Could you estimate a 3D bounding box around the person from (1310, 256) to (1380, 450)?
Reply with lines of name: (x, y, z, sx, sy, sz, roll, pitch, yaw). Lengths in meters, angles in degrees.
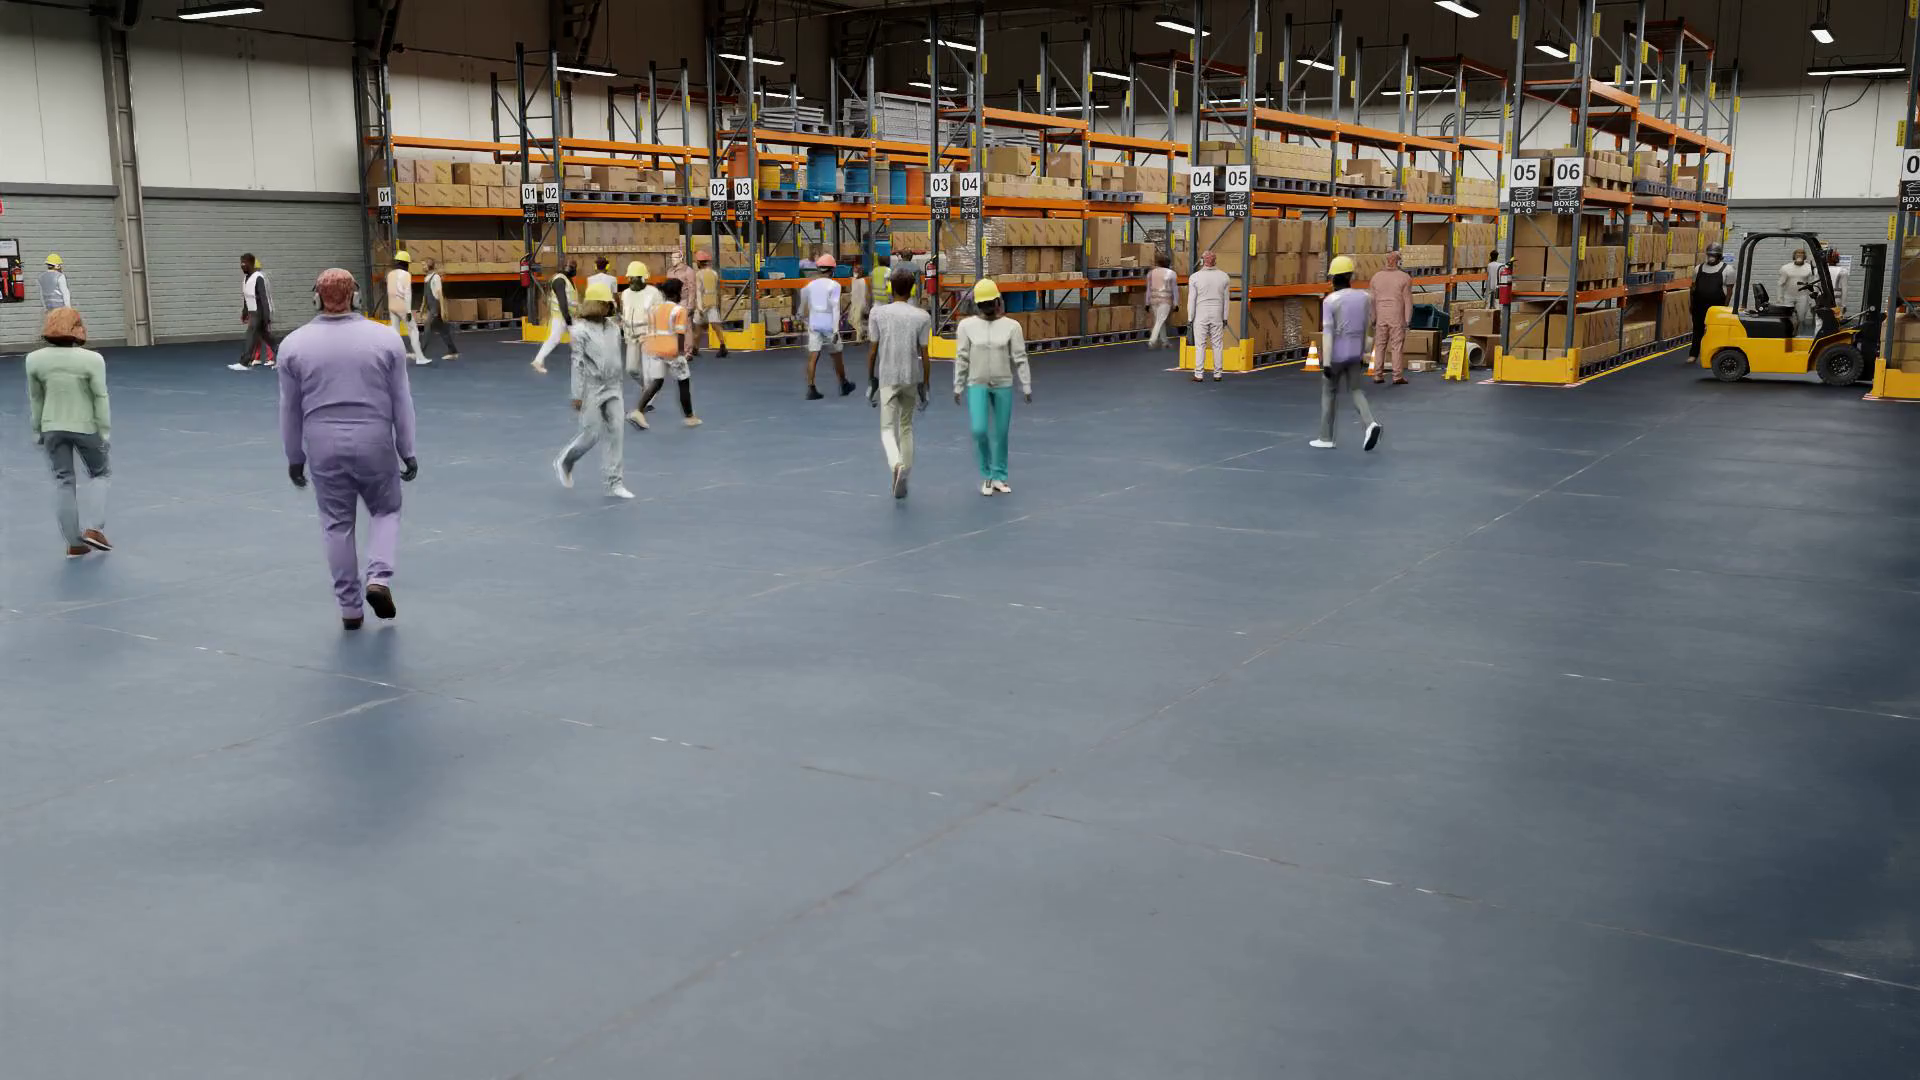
person: (3.776, -1.811, 16.207, 0.600, 1.906, 0.792, -5, 11, -25)

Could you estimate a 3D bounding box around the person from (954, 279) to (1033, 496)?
person: (0.269, -1.218, 13.355, 0.627, 1.725, 0.567, -1, 10, -3)

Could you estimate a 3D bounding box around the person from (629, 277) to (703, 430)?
person: (-3.217, -2.025, 18.119, 0.565, 1.655, 0.853, 8, 13, 39)

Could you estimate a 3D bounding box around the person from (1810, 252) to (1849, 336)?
person: (15.888, -4.315, 30.388, 0.592, 1.868, 0.560, 8, 13, 38)

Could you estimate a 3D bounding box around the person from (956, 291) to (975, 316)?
person: (0.208, -4.832, 32.825, 0.625, 2.020, 0.840, 3, 10, 15)

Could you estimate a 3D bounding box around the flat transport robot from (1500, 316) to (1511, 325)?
flat transport robot: (13.217, -5.400, 40.891, 0.652, 0.197, 1.431, 1, 10, 6)

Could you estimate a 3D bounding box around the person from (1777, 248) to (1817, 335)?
person: (15.720, -4.517, 31.280, 0.634, 1.939, 0.369, 6, 12, 31)

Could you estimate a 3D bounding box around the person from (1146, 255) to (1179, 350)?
person: (3.819, -4.514, 31.677, 0.634, 1.801, 0.946, 8, 13, 39)

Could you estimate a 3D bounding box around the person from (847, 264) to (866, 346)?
person: (-2.026, -4.599, 32.626, 0.348, 1.610, 0.552, -6, 12, -29)

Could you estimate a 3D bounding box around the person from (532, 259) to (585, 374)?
person: (-6.201, -3.470, 25.837, 0.949, 1.797, 0.627, 2, 10, 11)

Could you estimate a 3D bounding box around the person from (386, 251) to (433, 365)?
person: (-9.094, -3.787, 27.348, 0.640, 1.875, 0.878, 7, 12, 33)

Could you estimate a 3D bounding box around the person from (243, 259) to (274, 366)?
person: (-11.605, -3.753, 27.479, 0.534, 1.767, 0.318, 3, 10, 15)

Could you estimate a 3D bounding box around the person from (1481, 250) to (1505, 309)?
person: (12.611, -5.919, 39.363, 0.510, 1.860, 0.334, 3, 10, 15)

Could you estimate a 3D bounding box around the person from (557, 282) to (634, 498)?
person: (-2.923, -1.196, 13.281, 0.673, 1.723, 0.489, 7, 13, 36)

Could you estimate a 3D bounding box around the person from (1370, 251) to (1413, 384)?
person: (6.229, -3.197, 23.975, 0.652, 1.906, 0.403, 8, 13, 39)

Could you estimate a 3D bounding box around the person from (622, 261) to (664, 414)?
person: (-3.764, -2.419, 19.879, 0.606, 1.818, 0.536, 5, 11, 25)

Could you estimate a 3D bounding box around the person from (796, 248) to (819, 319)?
person: (-3.595, -5.981, 39.607, 0.690, 1.901, 0.372, -6, 12, -29)

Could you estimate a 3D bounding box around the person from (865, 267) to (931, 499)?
person: (-0.481, -1.219, 13.086, 0.519, 1.840, 0.714, -2, 10, -10)

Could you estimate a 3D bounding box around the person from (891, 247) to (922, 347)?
person: (-1.031, -4.712, 32.368, 0.635, 1.938, 0.361, 3, 11, 18)

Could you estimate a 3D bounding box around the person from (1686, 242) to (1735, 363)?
person: (12.602, -3.979, 27.974, 0.684, 2.000, 0.538, 8, 13, 38)

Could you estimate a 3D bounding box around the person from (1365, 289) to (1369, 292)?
person: (9.470, -5.998, 39.413, 1.062, 1.983, 0.607, -10, 14, -44)

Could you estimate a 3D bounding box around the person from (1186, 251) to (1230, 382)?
person: (3.622, -3.266, 24.358, 0.639, 1.910, 0.407, -2, 10, -10)

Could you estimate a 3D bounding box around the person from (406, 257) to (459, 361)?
person: (-9.097, -3.960, 28.571, 0.983, 1.790, 0.530, -7, 12, -35)

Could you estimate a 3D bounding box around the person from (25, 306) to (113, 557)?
person: (-5.729, -0.692, 10.753, 0.500, 1.621, 0.342, -1, 10, -8)

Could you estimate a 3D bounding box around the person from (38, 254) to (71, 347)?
person: (-15.883, -4.110, 29.289, 0.589, 1.834, 0.403, 3, 11, 19)

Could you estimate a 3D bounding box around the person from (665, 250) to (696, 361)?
person: (-4.840, -4.029, 28.635, 0.642, 1.909, 0.408, 7, 12, 33)

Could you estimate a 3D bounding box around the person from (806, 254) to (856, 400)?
person: (-1.745, -2.793, 21.801, 0.546, 1.871, 1.002, 5, 11, 26)

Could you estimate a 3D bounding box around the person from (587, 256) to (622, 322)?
person: (-5.798, -3.697, 27.051, 0.502, 1.814, 1.009, 2, 10, 11)

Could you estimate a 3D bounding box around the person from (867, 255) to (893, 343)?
person: (-1.568, -4.913, 33.895, 0.635, 1.801, 0.938, 7, 12, 36)

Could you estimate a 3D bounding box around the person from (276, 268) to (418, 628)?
person: (-3.206, -0.473, 8.745, 0.681, 1.890, 0.428, -2, 10, -13)

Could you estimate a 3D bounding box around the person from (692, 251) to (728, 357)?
person: (-4.489, -4.186, 29.581, 0.992, 1.897, 0.544, 10, 14, 44)

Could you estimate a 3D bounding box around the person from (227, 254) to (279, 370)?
person: (-11.336, -3.672, 26.792, 0.975, 1.862, 0.617, -8, 13, -38)
